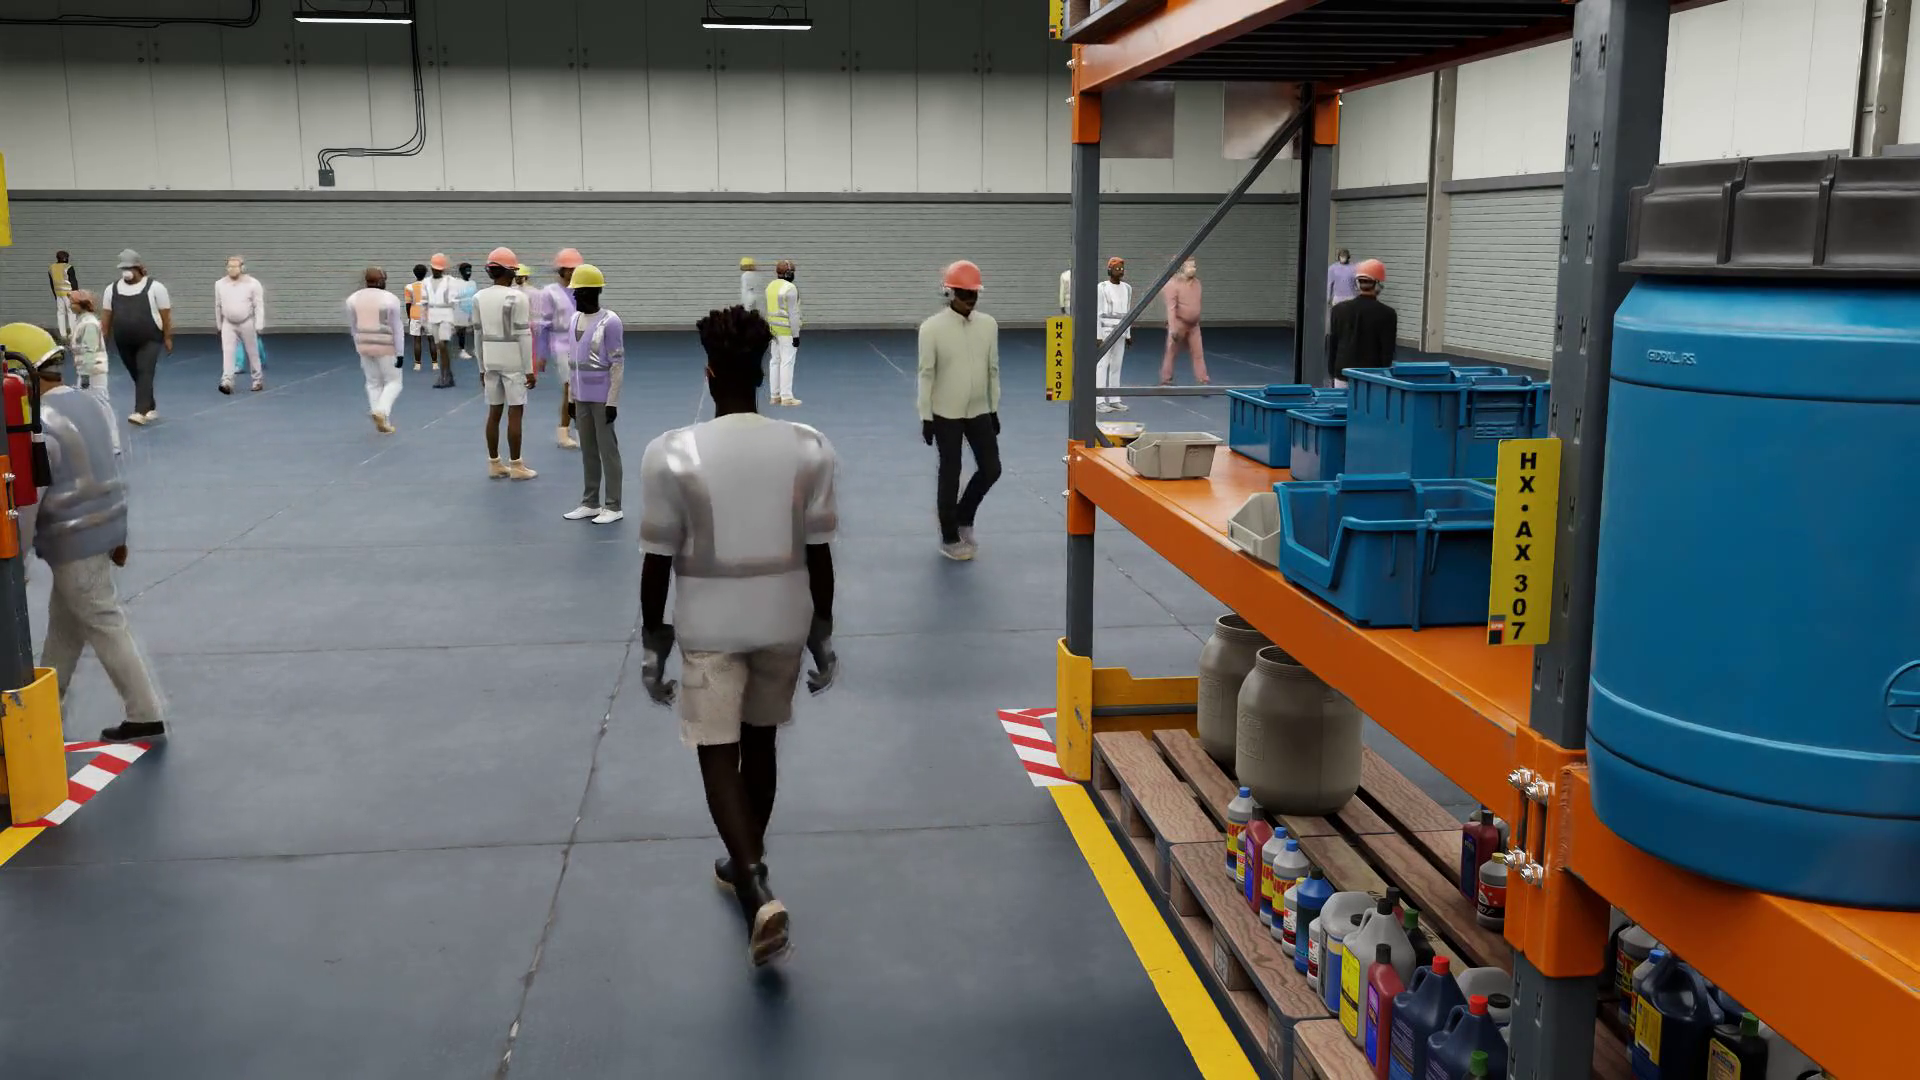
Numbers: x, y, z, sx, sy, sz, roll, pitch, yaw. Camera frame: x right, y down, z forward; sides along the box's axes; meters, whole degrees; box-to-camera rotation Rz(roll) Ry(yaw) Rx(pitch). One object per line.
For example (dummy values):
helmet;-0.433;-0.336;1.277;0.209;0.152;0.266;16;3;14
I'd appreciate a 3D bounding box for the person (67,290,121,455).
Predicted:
person;-8.484;-1.597;16.065;0.548;1.622;0.533;-8;13;-38

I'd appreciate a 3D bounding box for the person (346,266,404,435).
person;-6.247;-2.010;17.806;0.629;1.823;0.552;2;10;9

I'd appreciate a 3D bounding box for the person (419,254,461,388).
person;-7.379;-3.073;23.424;0.577;1.885;0.801;3;11;15

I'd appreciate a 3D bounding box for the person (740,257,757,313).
person;-4.249;-4.859;33.676;0.462;1.731;0.489;4;11;19

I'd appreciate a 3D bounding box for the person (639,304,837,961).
person;-0.645;0.266;5.007;0.609;1.940;0.876;-5;11;-24

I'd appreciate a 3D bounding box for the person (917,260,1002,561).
person;0.012;-0.842;10.955;0.652;1.975;0.439;-6;12;-31

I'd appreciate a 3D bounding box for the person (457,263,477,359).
person;-8.548;-3.990;29.019;0.609;1.673;0.550;6;12;30

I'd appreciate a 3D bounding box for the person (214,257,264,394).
person;-9.860;-2.928;22.740;0.678;1.850;1.010;-1;10;-5

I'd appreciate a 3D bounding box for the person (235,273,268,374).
person;-11.267;-3.534;26.268;0.565;1.790;0.926;0;10;2

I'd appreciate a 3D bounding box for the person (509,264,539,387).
person;-6.152;-3.005;23.419;0.544;1.748;0.463;3;11;18

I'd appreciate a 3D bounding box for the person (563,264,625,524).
person;-2.742;-1.086;12.439;0.587;1.928;0.362;9;13;40

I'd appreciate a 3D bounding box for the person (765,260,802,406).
person;-2.214;-2.619;21.112;0.430;1.836;0.627;-8;13;-37

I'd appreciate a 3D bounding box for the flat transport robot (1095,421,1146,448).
flat transport robot;1.502;-1.027;16.658;0.652;0.197;1.431;2;10;9

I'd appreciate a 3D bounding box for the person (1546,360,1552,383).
person;2.393;0.118;6.364;0.528;1.745;0.505;-3;11;-17

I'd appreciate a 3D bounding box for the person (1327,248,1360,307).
person;7.498;-4.744;32.509;0.652;1.919;0.434;3;11;16

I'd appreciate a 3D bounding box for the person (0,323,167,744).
person;-3.741;0.004;6.877;0.800;1.782;0.614;-1;10;-7

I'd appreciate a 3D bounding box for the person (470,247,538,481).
person;-3.979;-1.534;14.598;0.610;2.040;0.401;5;12;27

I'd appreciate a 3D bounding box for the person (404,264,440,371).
person;-8.553;-3.533;26.485;0.536;1.696;0.318;-4;11;-21

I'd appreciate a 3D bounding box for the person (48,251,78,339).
person;-18.607;-5.092;34.637;0.624;1.845;0.429;3;11;15

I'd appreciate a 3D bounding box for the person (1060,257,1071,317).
person;2.167;-4.442;31.158;0.599;1.811;0.629;0;10;2

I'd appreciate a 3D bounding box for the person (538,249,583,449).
person;-3.776;-1.867;16.504;0.983;2.000;0.640;9;14;42

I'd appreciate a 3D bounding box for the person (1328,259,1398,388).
person;3.332;-1.365;13.915;0.616;1.957;0.995;7;12;32

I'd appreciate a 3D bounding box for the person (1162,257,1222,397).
person;3.041;-2.820;22.119;0.677;1.853;0.985;-7;13;-35

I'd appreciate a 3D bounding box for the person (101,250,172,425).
person;-9.442;-2.344;19.022;0.700;2.000;1.035;-1;10;-3

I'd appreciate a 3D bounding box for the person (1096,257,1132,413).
person;1.875;-2.502;20.321;0.575;1.882;0.361;-8;13;-37
